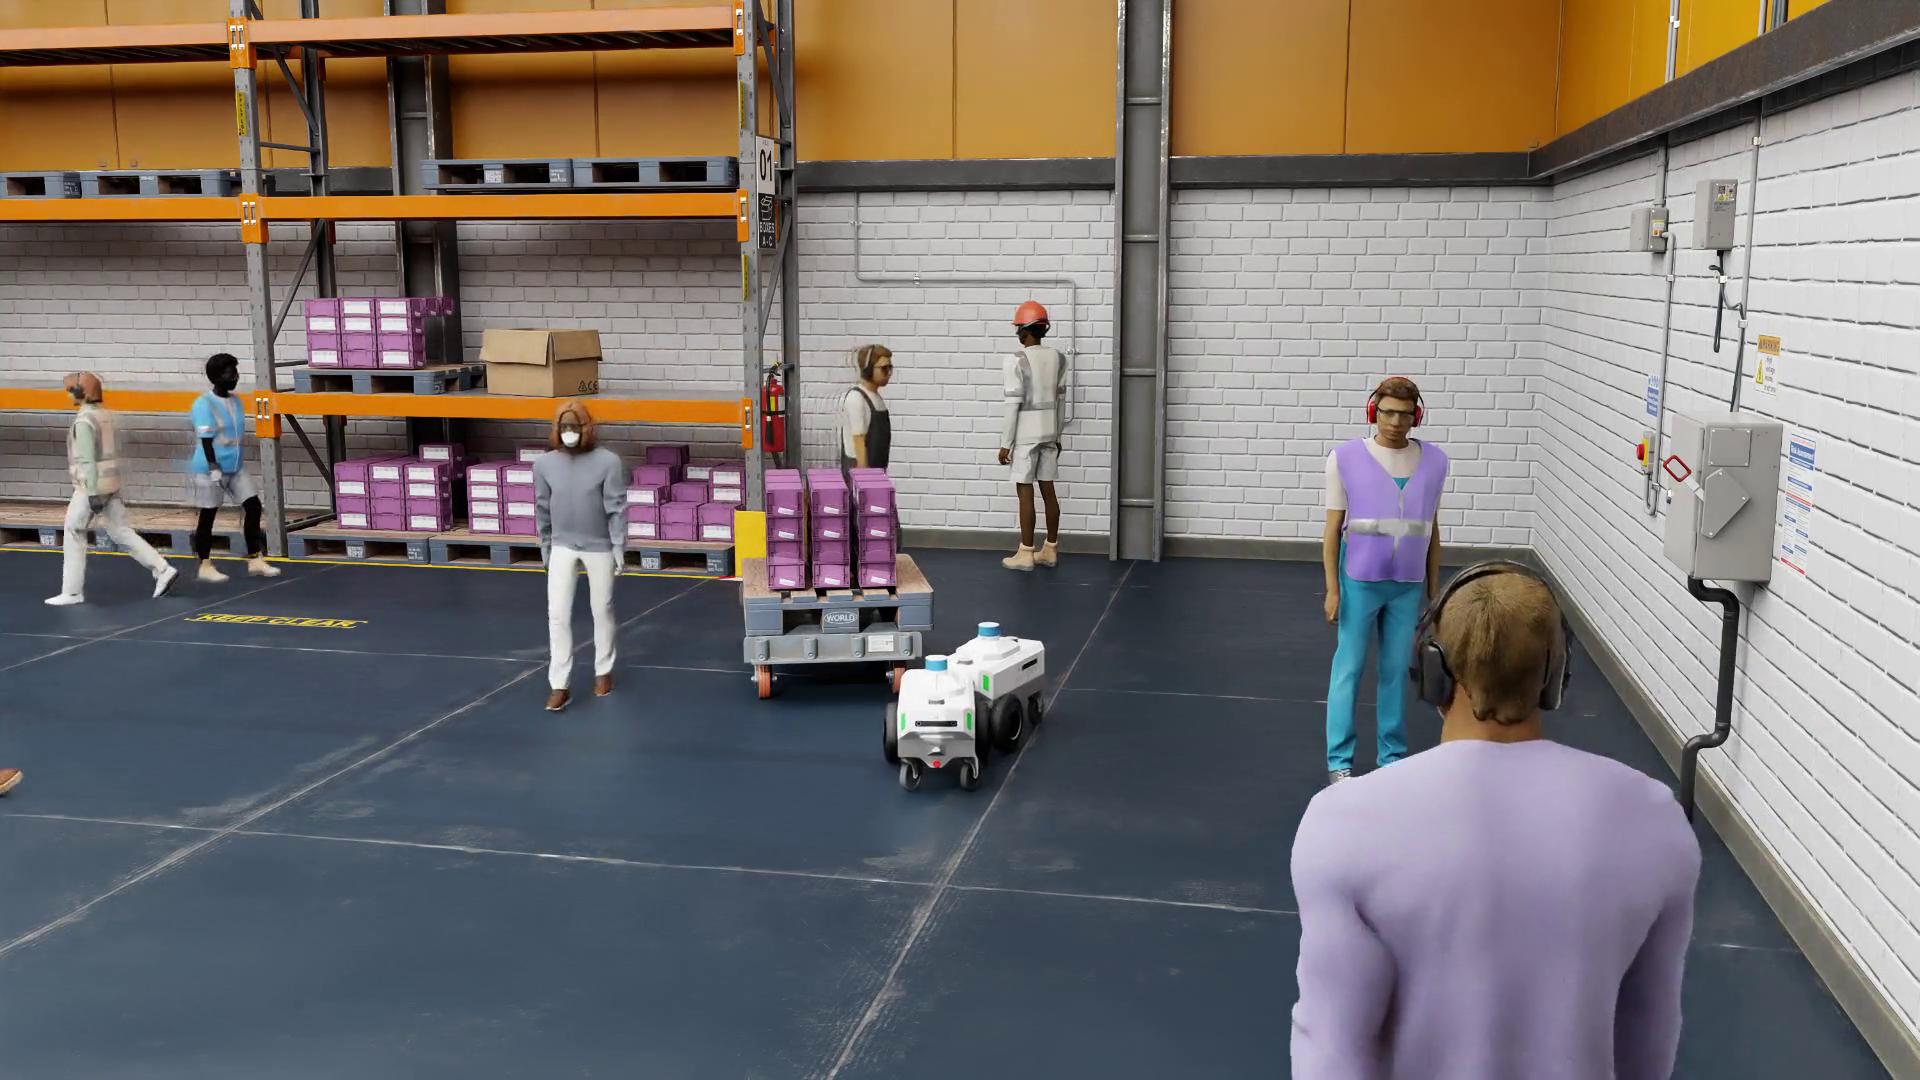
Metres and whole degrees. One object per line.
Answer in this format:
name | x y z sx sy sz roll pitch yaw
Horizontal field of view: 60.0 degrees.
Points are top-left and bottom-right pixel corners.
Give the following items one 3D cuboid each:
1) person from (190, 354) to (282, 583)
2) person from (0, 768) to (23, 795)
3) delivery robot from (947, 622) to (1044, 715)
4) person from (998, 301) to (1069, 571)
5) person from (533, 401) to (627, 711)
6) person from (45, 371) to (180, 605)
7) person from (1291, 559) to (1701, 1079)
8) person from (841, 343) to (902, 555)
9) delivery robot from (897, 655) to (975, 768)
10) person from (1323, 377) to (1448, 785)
person | -5.295 -0.509 12.082 0.672 1.676 0.551 2 10 14
person | -4.628 0.203 6.993 1.014 1.940 0.637 -4 10 -22
delivery robot | 0.141 0.648 8.185 0.477 0.478 0.707 5 11 26
person | 0.539 -0.787 12.639 0.604 2.044 0.375 -8 12 -39
person | -1.998 0.083 8.723 0.514 1.605 0.754 0 9 0
person | -5.844 -0.360 11.382 0.787 1.602 0.502 -1 9 -6
person | 0.813 0.964 2.597 0.650 1.882 1.039 -1 9 -3
person | -0.666 -0.390 10.950 0.826 1.814 0.496 4 10 22
delivery robot | -0.105 0.763 7.497 0.477 0.478 0.707 0 9 0
person | 1.851 0.201 7.306 0.563 1.838 0.390 -2 10 -12
